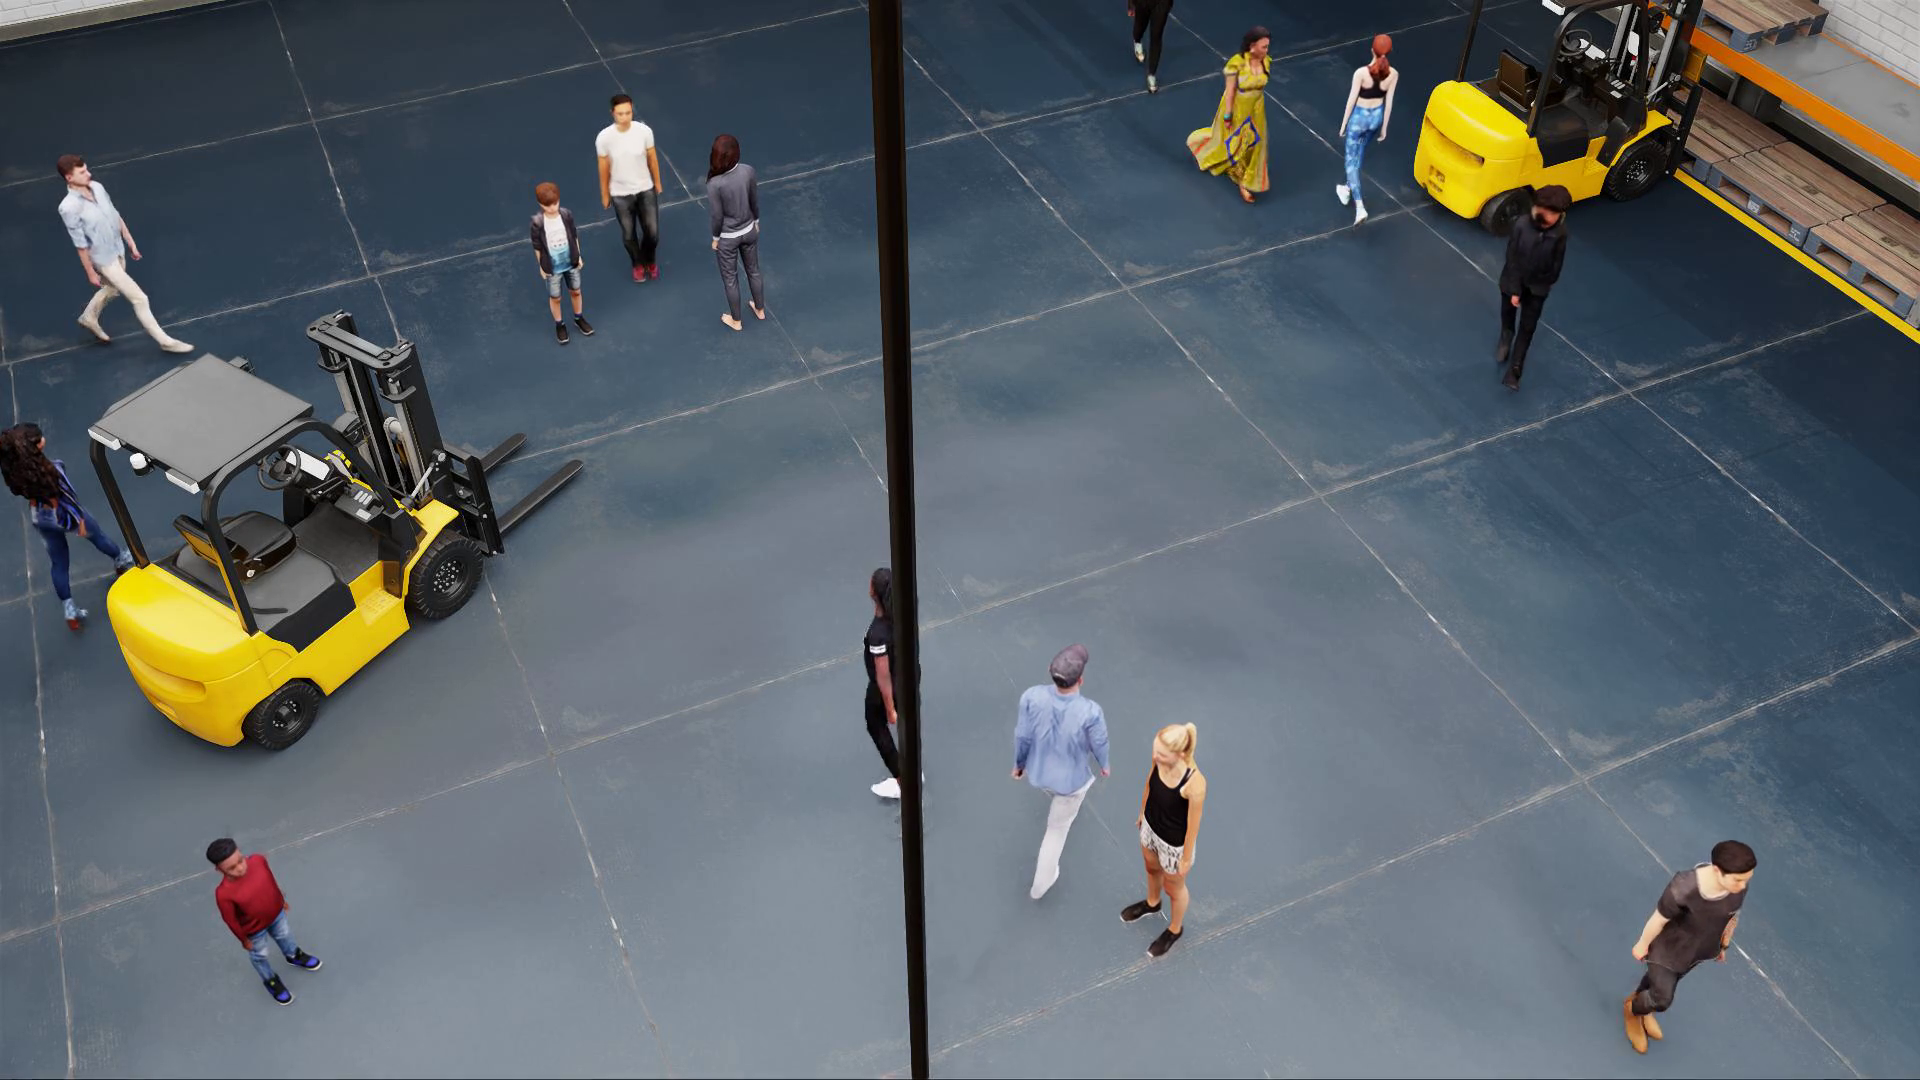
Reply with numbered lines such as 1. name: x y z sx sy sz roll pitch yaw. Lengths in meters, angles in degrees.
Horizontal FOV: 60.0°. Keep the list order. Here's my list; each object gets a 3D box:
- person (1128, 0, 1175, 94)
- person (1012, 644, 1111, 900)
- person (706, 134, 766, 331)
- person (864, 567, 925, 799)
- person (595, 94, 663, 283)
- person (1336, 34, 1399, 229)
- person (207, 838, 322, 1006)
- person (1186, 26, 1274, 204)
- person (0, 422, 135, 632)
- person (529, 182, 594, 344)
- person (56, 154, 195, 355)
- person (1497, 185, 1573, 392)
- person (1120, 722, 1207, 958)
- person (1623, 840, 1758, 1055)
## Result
1. person: 1.932 -5.519 16.805 0.944 1.782 1.216 0 44 0
2. person: 0.540 1.373 9.527 1.170 1.842 1.188 17 46 17
3. person: -1.845 -2.540 13.688 0.665 1.768 0.604 -29 51 -27
4. person: -0.367 0.900 10.118 0.820 1.711 0.781 9 44 9
5. person: -2.807 -3.036 14.202 0.716 1.788 0.675 -11 45 -11
6. person: 3.617 -3.628 14.844 0.818 1.759 1.167 -4 44 -4
7. person: -3.901 2.070 9.220 0.632 1.257 0.584 18 47 18
8. person: 2.538 -3.969 15.303 0.704 1.619 1.097 -18 46 -18
9. person: -6.134 -0.086 11.248 0.933 1.581 1.112 4 44 4
10. person: -3.288 -2.300 13.670 0.557 1.445 0.531 -24 49 -23
11. person: -6.943 -2.271 13.375 1.158 1.810 1.250 5 44 5
12. person: 4.501 -2.116 13.281 1.039 1.715 1.151 11 45 11
13. person: 1.170 1.623 9.263 0.671 1.843 0.473 -23 48 -23
14. person: 3.822 2.073 8.892 0.671 1.703 0.612 -12 45 -12
